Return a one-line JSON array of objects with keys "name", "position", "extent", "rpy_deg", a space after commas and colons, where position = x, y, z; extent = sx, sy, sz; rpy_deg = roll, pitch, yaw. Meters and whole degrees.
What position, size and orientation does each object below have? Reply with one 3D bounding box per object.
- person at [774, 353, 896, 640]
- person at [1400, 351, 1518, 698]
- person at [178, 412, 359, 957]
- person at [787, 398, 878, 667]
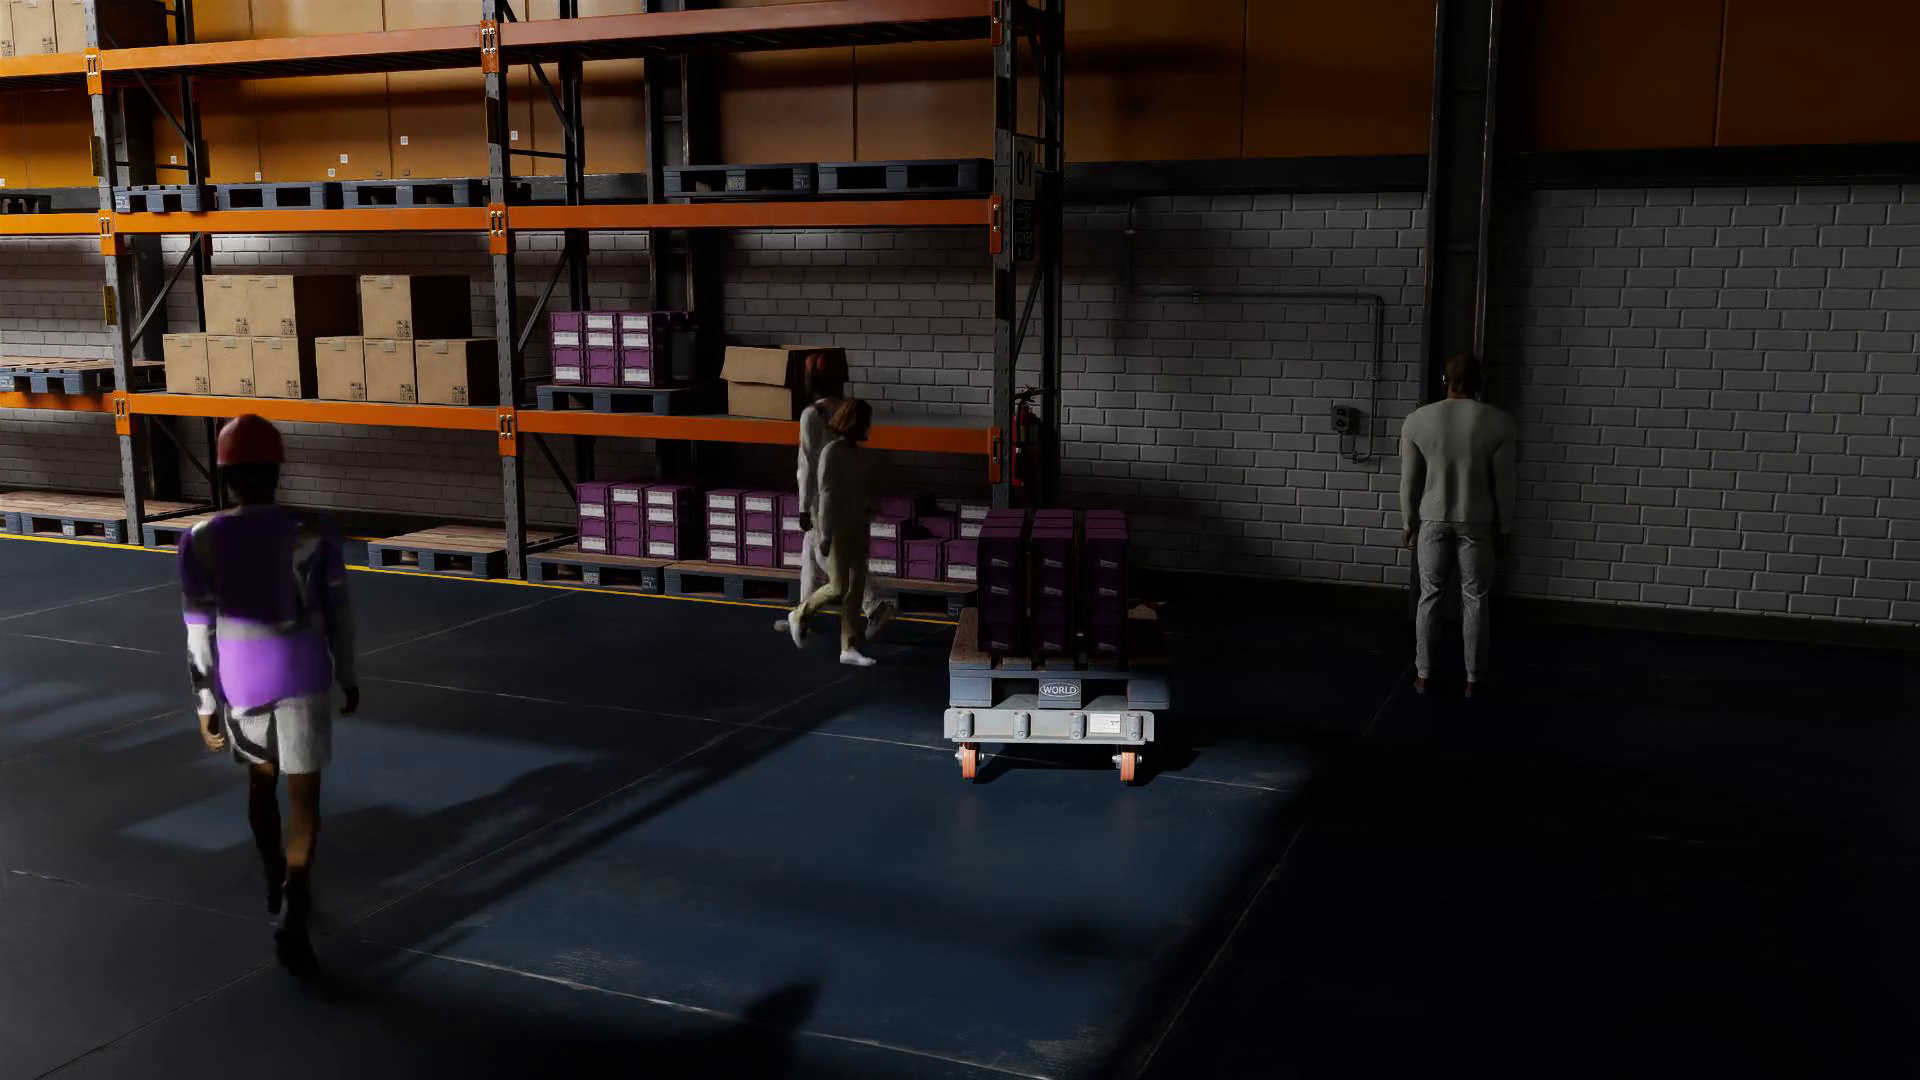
[{"name": "person", "position": [-0.807, -0.270, 10.660], "extent": [0.860, 1.858, 0.584], "rpy_deg": [4, 10, 22]}, {"name": "person", "position": [2.769, -0.081, 9.283], "extent": [0.628, 1.935, 0.373], "rpy_deg": [4, 10, 22]}, {"name": "person", "position": [-2.451, 0.501, 5.908], "extent": [0.546, 1.904, 0.930], "rpy_deg": [-2, 10, -12]}, {"name": "person", "position": [-0.750, -0.052, 10.028], "extent": [0.529, 1.613, 0.529], "rpy_deg": [5, 11, 30]}]
